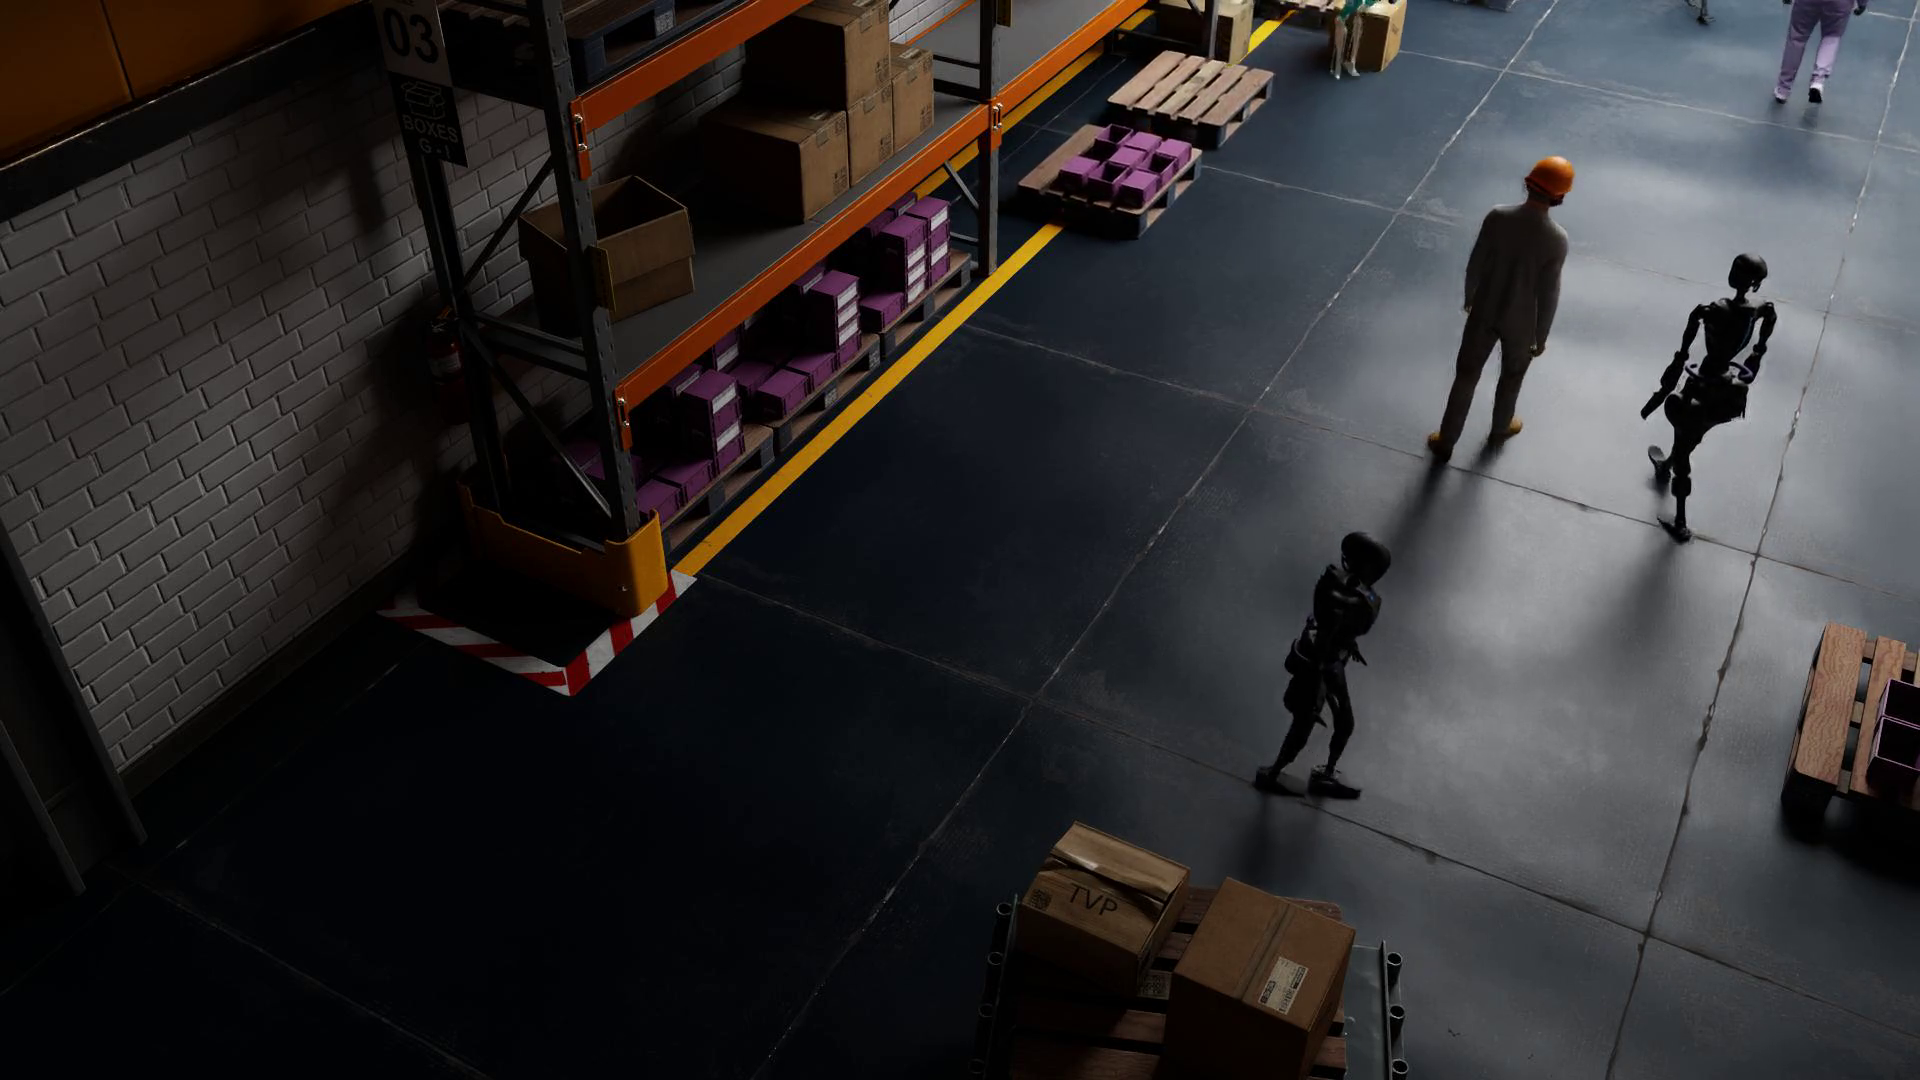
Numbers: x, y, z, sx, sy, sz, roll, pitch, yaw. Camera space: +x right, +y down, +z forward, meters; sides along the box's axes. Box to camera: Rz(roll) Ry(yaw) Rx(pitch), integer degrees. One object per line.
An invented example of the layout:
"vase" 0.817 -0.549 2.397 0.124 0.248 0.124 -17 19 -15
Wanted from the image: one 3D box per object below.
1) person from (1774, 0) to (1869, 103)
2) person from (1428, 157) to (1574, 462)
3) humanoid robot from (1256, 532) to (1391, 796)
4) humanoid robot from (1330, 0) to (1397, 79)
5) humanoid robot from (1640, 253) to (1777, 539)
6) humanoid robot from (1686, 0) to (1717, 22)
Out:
"person" 7.025 -4.439 13.470 0.657 1.893 0.457 15 41 18
"person" 3.139 -1.310 9.604 0.580 1.856 0.680 24 45 27
"humanoid robot" 1.634 0.568 7.391 0.492 1.634 0.611 20 43 23
"humanoid robot" 3.424 -4.692 13.916 0.560 1.782 0.781 -7 39 -9
"humanoid robot" 4.073 -0.849 9.182 0.608 1.630 0.761 -8 39 -10
"humanoid robot" 6.935 -5.574 15.099 0.589 1.629 0.787 -4 39 -5
